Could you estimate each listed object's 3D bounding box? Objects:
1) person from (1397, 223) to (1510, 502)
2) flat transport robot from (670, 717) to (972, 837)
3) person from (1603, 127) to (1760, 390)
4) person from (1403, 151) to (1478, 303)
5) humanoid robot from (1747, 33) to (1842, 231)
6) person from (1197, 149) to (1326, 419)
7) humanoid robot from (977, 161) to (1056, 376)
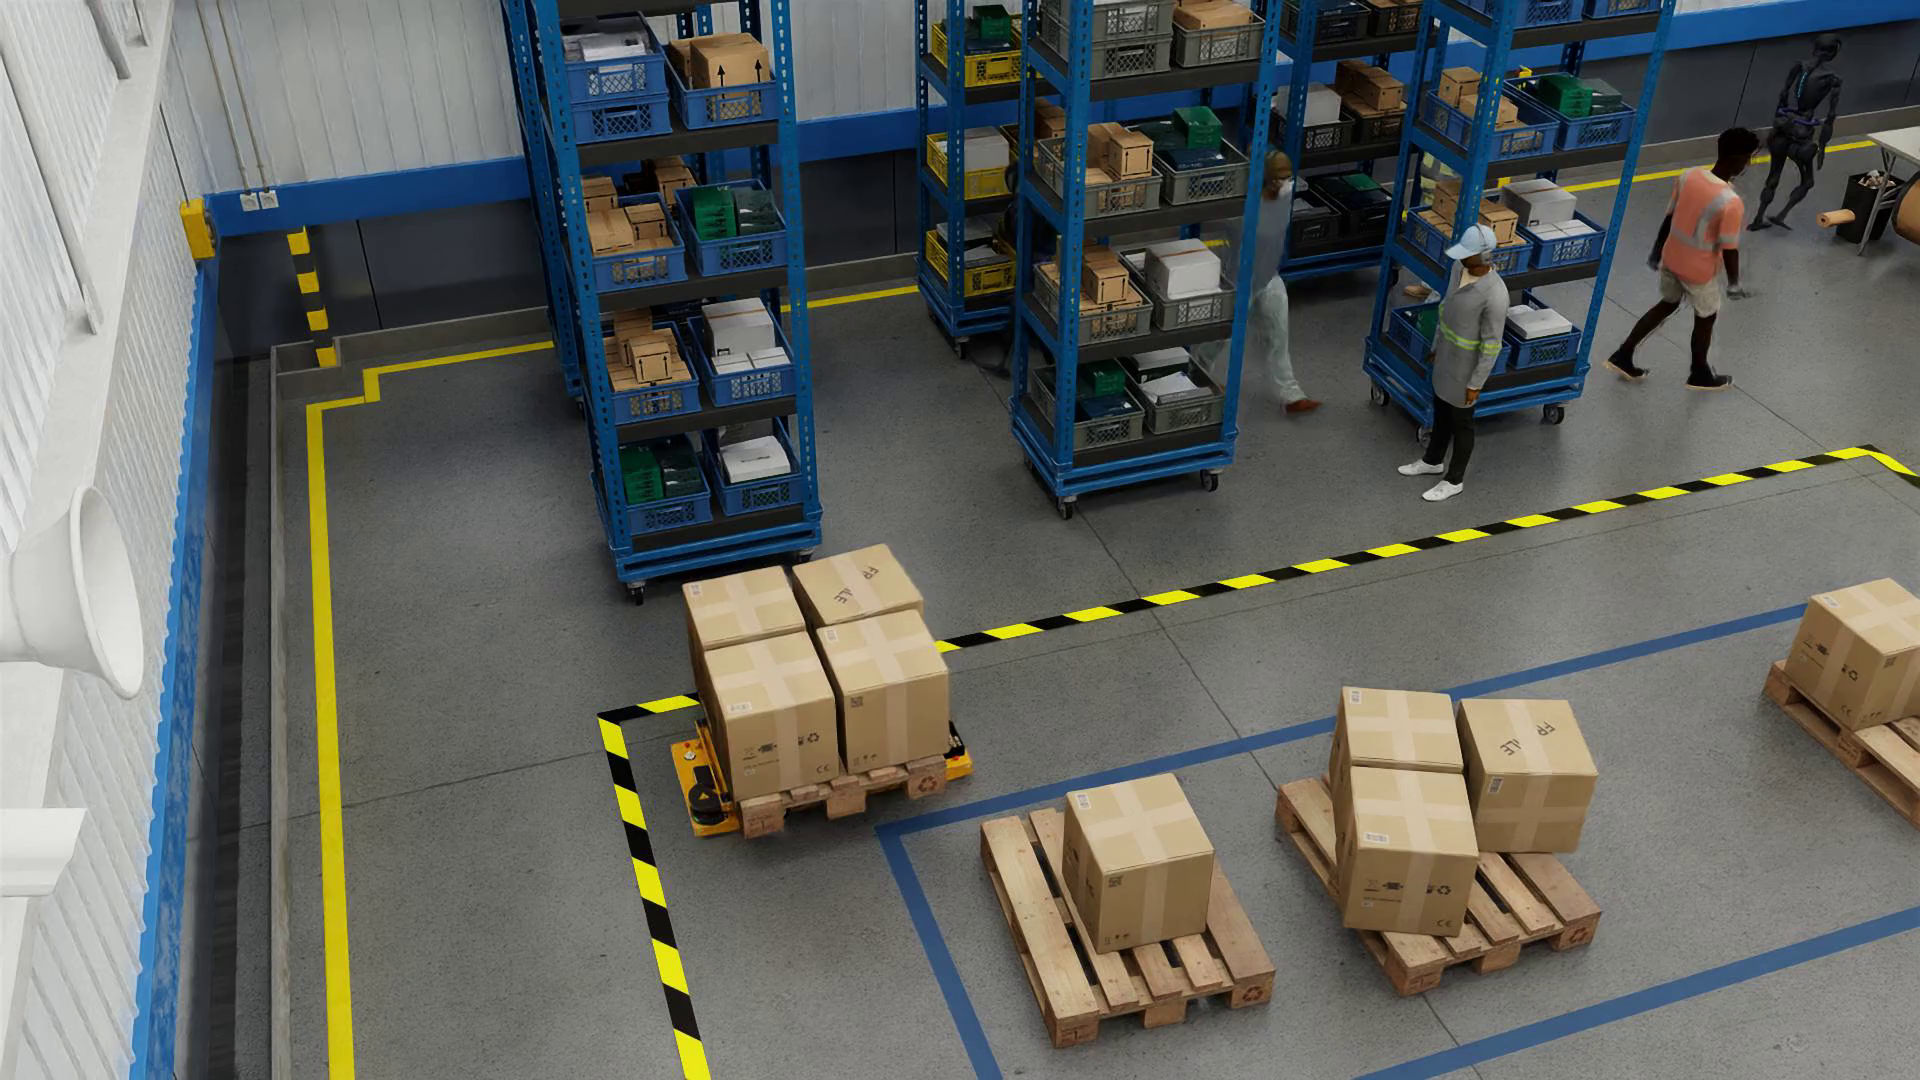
[{"bbox_3d":[3.050,-1.095,10.238,0.395,1.848,0.587,-8,36,-11],"label":"person"},{"bbox_3d":[-0.717,1.075,8.508,1.431,0.197,0.652,-11,37,-15],"label":"flat transport robot"},{"bbox_3d":[5.036,-1.885,11.296,0.851,1.920,0.659,-6,36,-9],"label":"person"},{"bbox_3d":[3.589,-2.539,12.290,0.430,1.845,0.620,6,36,9],"label":"person"},{"bbox_3d":[6.785,-3.287,13.492,0.359,1.654,0.585,-14,38,-19],"label":"humanoid robot"},{"bbox_3d":[2.012,-1.679,11.025,1.039,1.878,0.650,28,44,34],"label":"person"},{"bbox_3d":[0.446,-1.802,11.408,0.676,1.630,0.585,4,35,6],"label":"humanoid robot"}]
